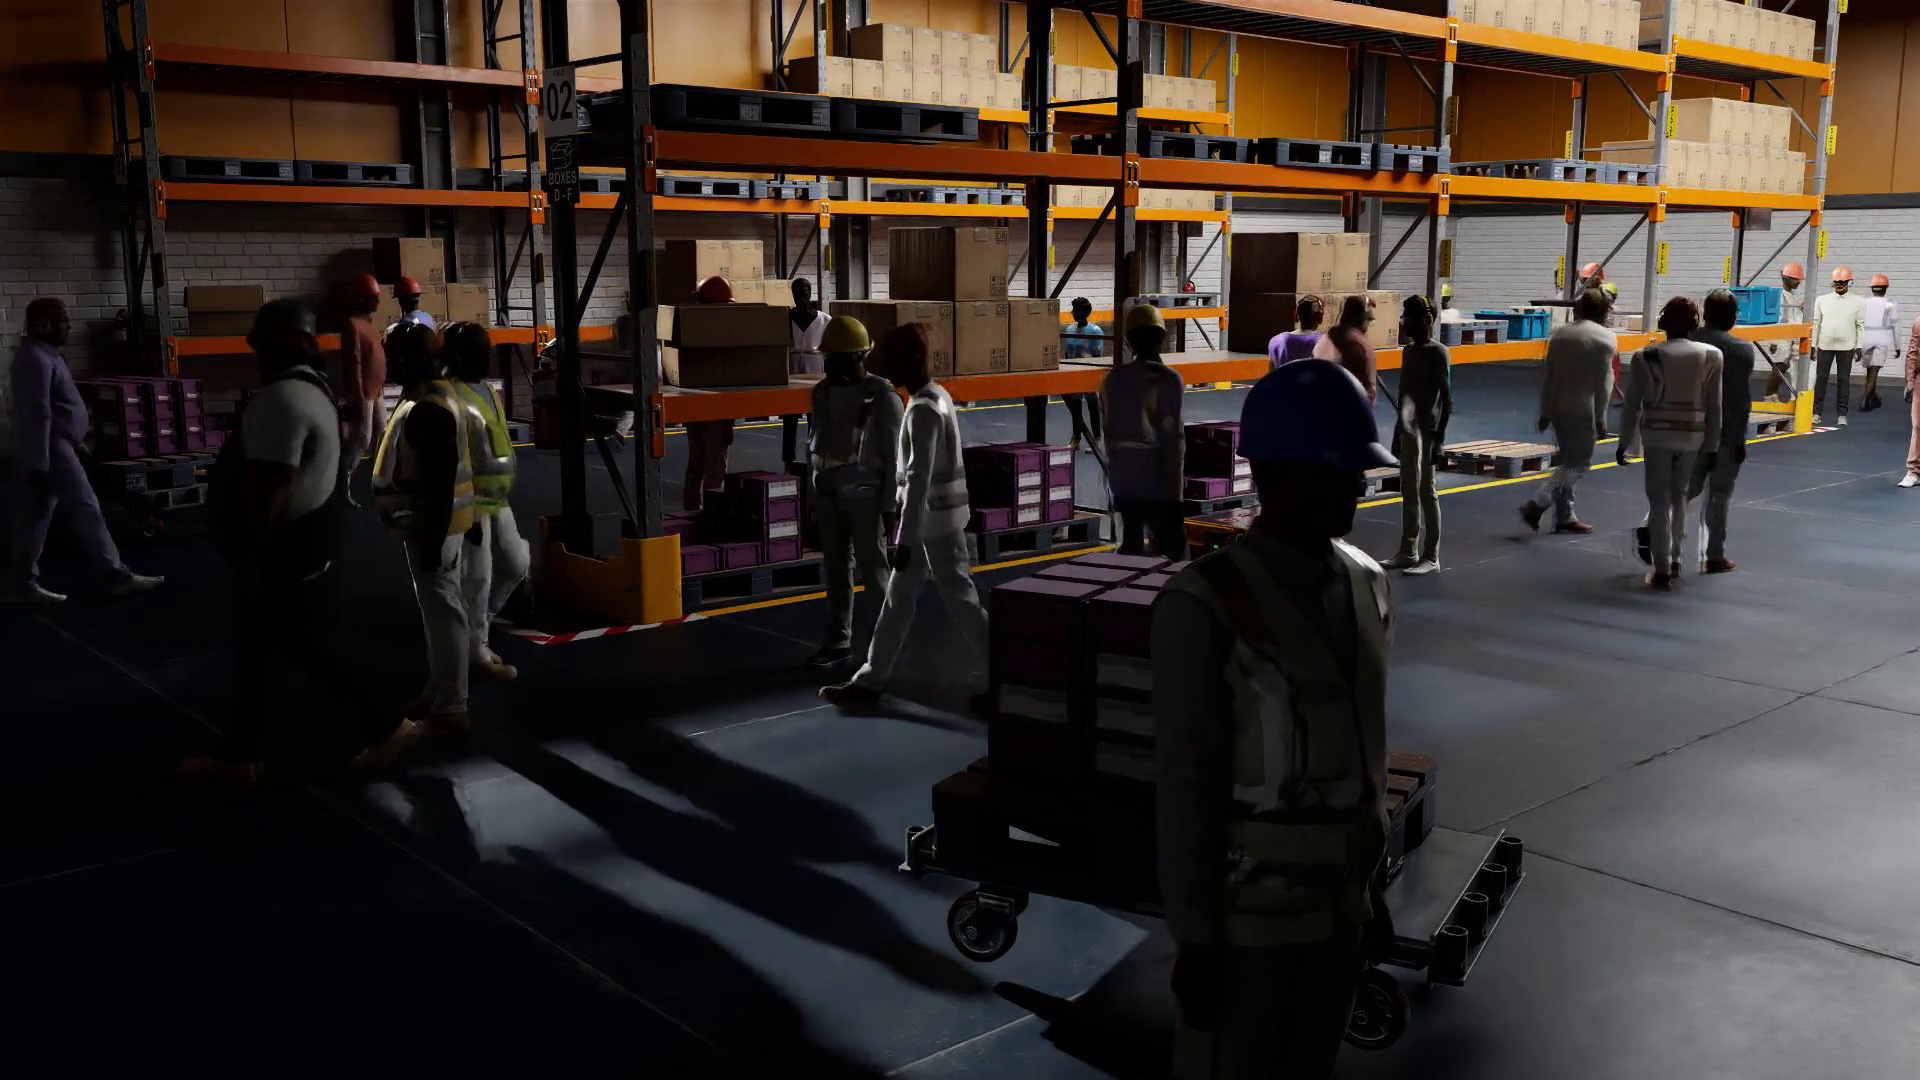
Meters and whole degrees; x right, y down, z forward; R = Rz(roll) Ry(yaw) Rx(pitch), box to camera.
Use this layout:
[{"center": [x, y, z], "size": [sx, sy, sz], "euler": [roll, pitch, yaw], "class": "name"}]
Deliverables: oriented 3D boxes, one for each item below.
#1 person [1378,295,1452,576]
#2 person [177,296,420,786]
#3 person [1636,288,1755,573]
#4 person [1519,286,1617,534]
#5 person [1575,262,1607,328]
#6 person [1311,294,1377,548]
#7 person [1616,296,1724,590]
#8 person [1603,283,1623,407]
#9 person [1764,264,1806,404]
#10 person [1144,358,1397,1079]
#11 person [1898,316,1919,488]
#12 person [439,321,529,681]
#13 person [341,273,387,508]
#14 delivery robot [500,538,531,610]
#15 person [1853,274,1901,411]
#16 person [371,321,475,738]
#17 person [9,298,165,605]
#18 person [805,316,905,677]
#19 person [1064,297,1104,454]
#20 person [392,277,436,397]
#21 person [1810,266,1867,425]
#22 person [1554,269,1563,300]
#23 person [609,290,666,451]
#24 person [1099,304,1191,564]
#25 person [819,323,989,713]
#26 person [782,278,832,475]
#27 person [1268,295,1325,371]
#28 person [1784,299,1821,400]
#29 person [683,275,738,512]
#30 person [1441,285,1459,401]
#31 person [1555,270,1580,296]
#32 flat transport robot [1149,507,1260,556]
[{"center": [3.061, -0.695, 11.112], "size": [0.309, 1.868, 0.535], "euler": [-3, 10, -19], "class": "person"}, {"center": [-2.705, -0.027, 6.699], "size": [0.905, 2.000, 0.679], "euler": [-4, 10, -20], "class": "person"}, {"center": [4.918, -0.710, 11.072], "size": [0.695, 1.922, 0.637], "euler": [-5, 11, -27], "class": "person"}, {"center": [4.546, -0.951, 12.513], "size": [0.688, 1.907, 0.647], "euler": [-3, 10, -15], "class": "person"}, {"center": [7.684, -2.368, 20.391], "size": [0.608, 2.046, 0.368], "euler": [-3, 10, -15], "class": "person"}, {"center": [2.620, -0.789, 11.677], "size": [0.603, 1.865, 0.663], "euler": [-3, 10, -18], "class": "person"}, {"center": [4.550, -0.637, 10.752], "size": [0.590, 1.866, 0.629], "euler": [1, 10, 3], "class": "person"}, {"center": [9.115, -2.726, 23.361], "size": [0.731, 1.733, 0.550], "euler": [-6, 12, -33], "class": "person"}, {"center": [11.303, -2.776, 22.857], "size": [0.487, 2.014, 0.630], "euler": [9, 13, 43], "class": "person"}, {"center": [0.584, 0.645, 3.036], "size": [0.602, 1.948, 0.387], "euler": [-9, 13, -42], "class": "person"}, {"center": [8.938, -1.402, 15.143], "size": [0.642, 1.909, 0.410], "euler": [8, 13, 41], "class": "person"}, {"center": [-2.392, -0.166, 8.178], "size": [0.440, 1.817, 0.655], "euler": [0, 10, 1], "class": "person"}, {"center": [-5.062, -1.255, 14.119], "size": [0.530, 2.007, 0.631], "euler": [0, 10, -2], "class": "person"}, {"center": [-2.746, 0.142, 9.777], "size": [0.477, 0.478, 0.707], "euler": [-1, 10, -6], "class": "delivery robot"}, {"center": [12.660, -2.726, 22.994], "size": [0.572, 1.886, 1.040], "euler": [9, 13, 43], "class": "person"}, {"center": [-2.381, -0.046, 7.406], "size": [0.430, 1.840, 0.622], "euler": [-3, 10, -19], "class": "person"}, {"center": [-5.416, -0.534, 10.182], "size": [0.926, 1.871, 0.647], "euler": [-6, 11, -31], "class": "person"}, {"center": [-0.556, -0.217, 8.425], "size": [0.597, 1.828, 0.403], "euler": [8, 12, 38], "class": "person"}, {"center": [1.332, -1.779, 17.992], "size": [0.322, 1.690, 0.533], "euler": [-9, 13, -44], "class": "person"}, {"center": [-5.106, -1.490, 15.585], "size": [0.376, 1.932, 0.543], "euler": [1, 10, 7], "class": "person"}, {"center": [11.067, -2.449, 21.013], "size": [0.622, 1.994, 0.381], "euler": [6, 11, 30], "class": "person"}, {"center": [9.521, -3.314, 26.202], "size": [0.522, 1.948, 0.613], "euler": [1, 10, 8], "class": "person"}, {"center": [-3.571, -1.878, 18.257], "size": [0.595, 1.804, 0.876], "euler": [7, 12, 36], "class": "person"}, {"center": [1.013, -0.277, 8.663], "size": [0.865, 1.867, 0.651], "euler": [-9, 13, -41], "class": "person"}, {"center": [-0.133, -0.084, 7.662], "size": [0.986, 1.830, 0.624], "euler": [0, 10, -1], "class": "person"}, {"center": [-1.498, -1.524, 15.821], "size": [0.596, 1.918, 0.385], "euler": [-1, 10, -9], "class": "person"}, {"center": [2.563, -0.911, 12.474], "size": [0.560, 1.836, 0.380], "euler": [6, 12, 33], "class": "person"}, {"center": [11.101, -2.386, 21.826], "size": [0.519, 1.606, 0.843], "euler": [5, 11, 29], "class": "person"}, {"center": [-1.770, -0.891, 11.920], "size": [0.402, 1.986, 0.609], "euler": [-8, 12, -39], "class": "person"}, {"center": [6.345, -2.524, 22.177], "size": [0.834, 1.730, 0.553], "euler": [-9, 13, -42], "class": "person"}, {"center": [10.702, -3.819, 29.201], "size": [0.547, 1.938, 0.378], "euler": [5, 11, 25], "class": "person"}, {"center": [2.096, -0.075, 12.154], "size": [1.431, 0.197, 0.652], "euler": [-9, 13, -42], "class": "flat transport robot"}]
